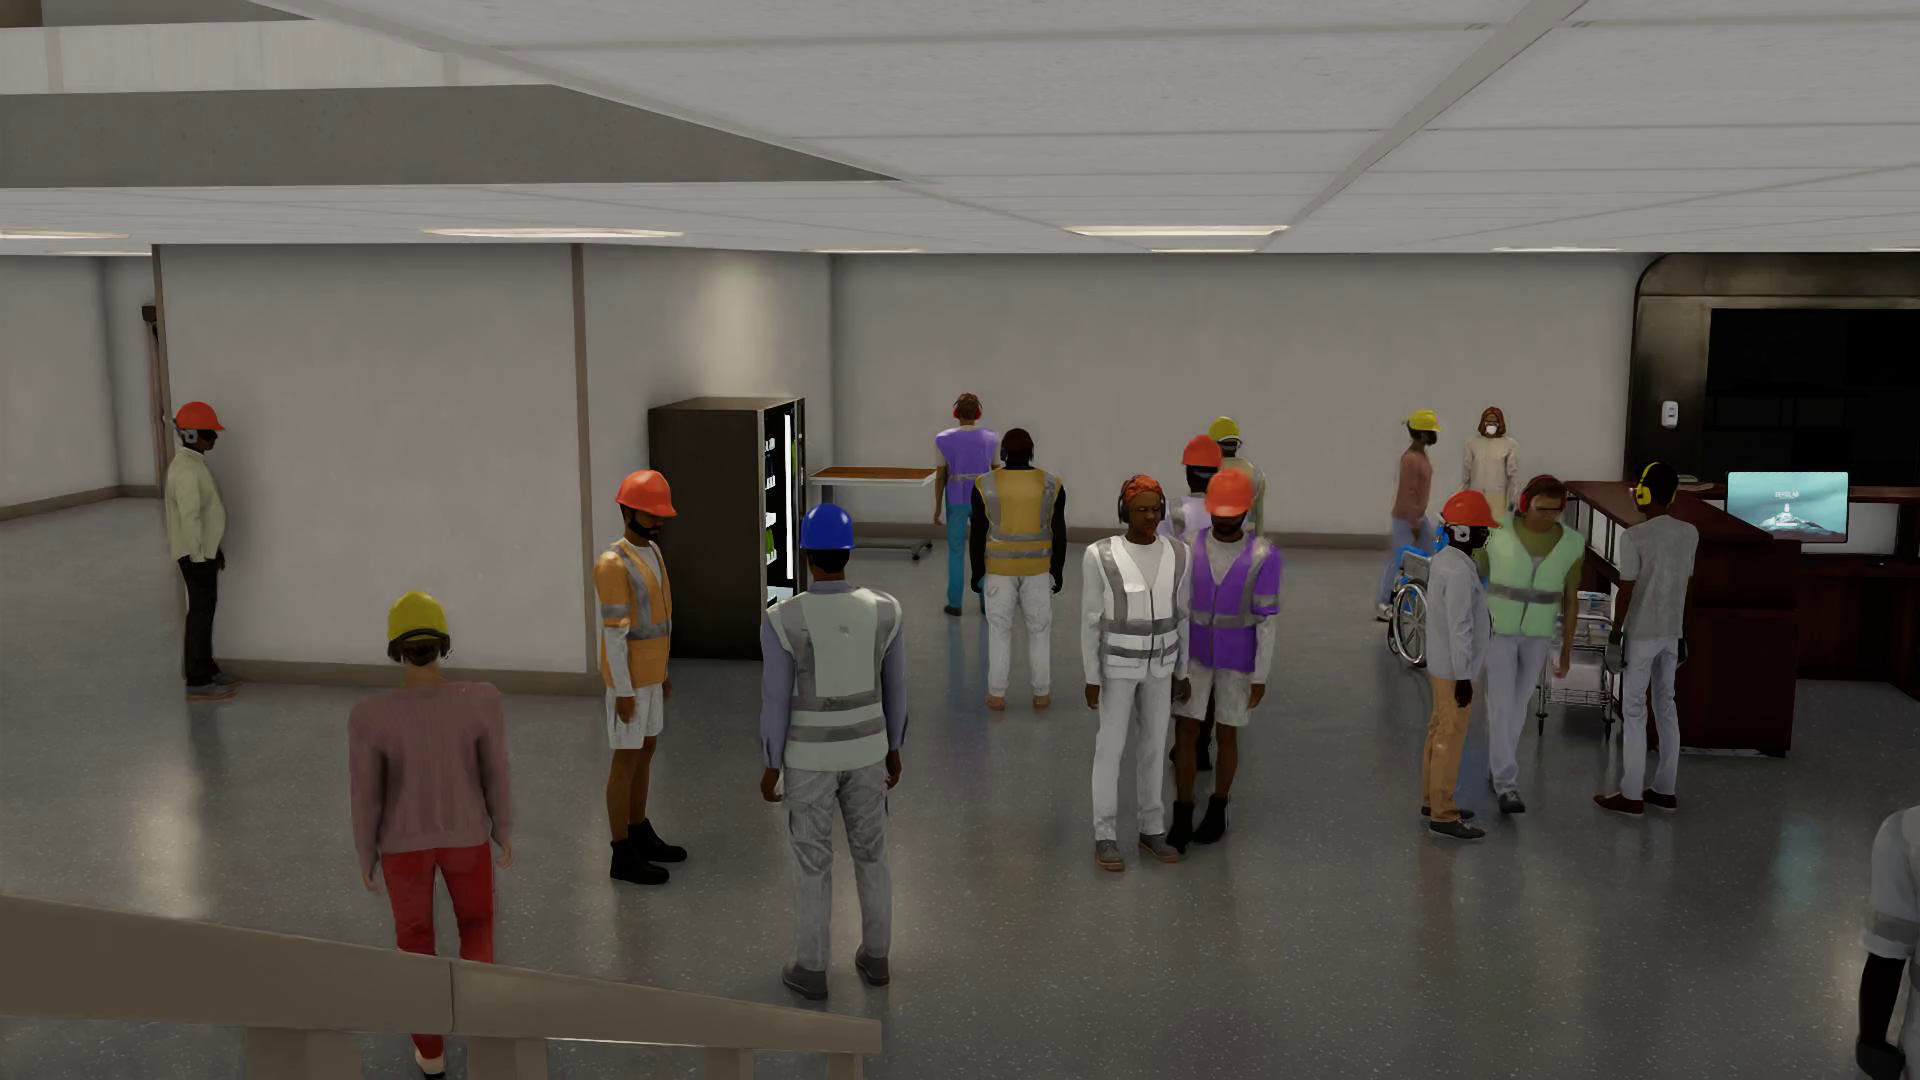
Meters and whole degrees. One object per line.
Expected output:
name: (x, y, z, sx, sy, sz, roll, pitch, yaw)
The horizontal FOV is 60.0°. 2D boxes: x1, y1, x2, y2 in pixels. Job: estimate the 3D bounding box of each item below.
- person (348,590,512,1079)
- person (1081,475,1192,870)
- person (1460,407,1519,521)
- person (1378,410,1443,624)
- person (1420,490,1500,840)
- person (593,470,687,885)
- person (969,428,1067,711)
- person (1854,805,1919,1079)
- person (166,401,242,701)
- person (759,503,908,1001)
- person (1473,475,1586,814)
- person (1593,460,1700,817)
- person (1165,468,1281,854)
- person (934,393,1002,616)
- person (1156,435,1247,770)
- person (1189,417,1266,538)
person: (-1.815, 1.046, 5.747, 0.540, 1.754, 0.459, -4, 10, -23)
person: (0.851, 0.628, 7.959, 0.576, 1.882, 0.355, -4, 10, -21)
person: (4.798, -0.399, 15.102, 0.504, 1.627, 0.286, 5, 10, 28)
person: (3.698, -0.172, 13.318, 0.692, 1.739, 0.547, 5, 11, 30)
person: (2.523, 0.618, 8.414, 0.330, 1.750, 0.573, 1, 9, 8)
person: (-1.485, 0.629, 7.806, 0.375, 1.930, 0.542, 2, 9, 10)
person: (0.369, 0.192, 10.781, 0.637, 1.840, 0.429, -1, 9, -6)
person: (2.422, 1.256, 3.879, 0.620, 1.951, 0.389, 6, 11, 32)
person: (-5.049, 0.070, 11.079, 0.398, 1.987, 0.626, -3, 10, -20)
person: (-0.502, 0.825, 6.540, 0.615, 1.945, 0.404, -5, 10, -26)
person: (2.961, 0.547, 8.758, 0.644, 1.783, 0.927, 0, 9, 1)
person: (3.607, 0.518, 8.711, 0.508, 1.863, 0.326, -4, 10, -22)
person: (1.241, 0.598, 8.064, 0.571, 1.901, 0.713, 4, 10, 22)
person: (0.071, -0.286, 13.722, 0.570, 1.840, 0.372, -2, 9, -11)
person: (1.352, 0.361, 9.488, 0.564, 1.918, 0.409, -1, 9, -9)
person: (1.859, 0.043, 11.760, 0.598, 1.824, 0.403, -3, 10, -19)
